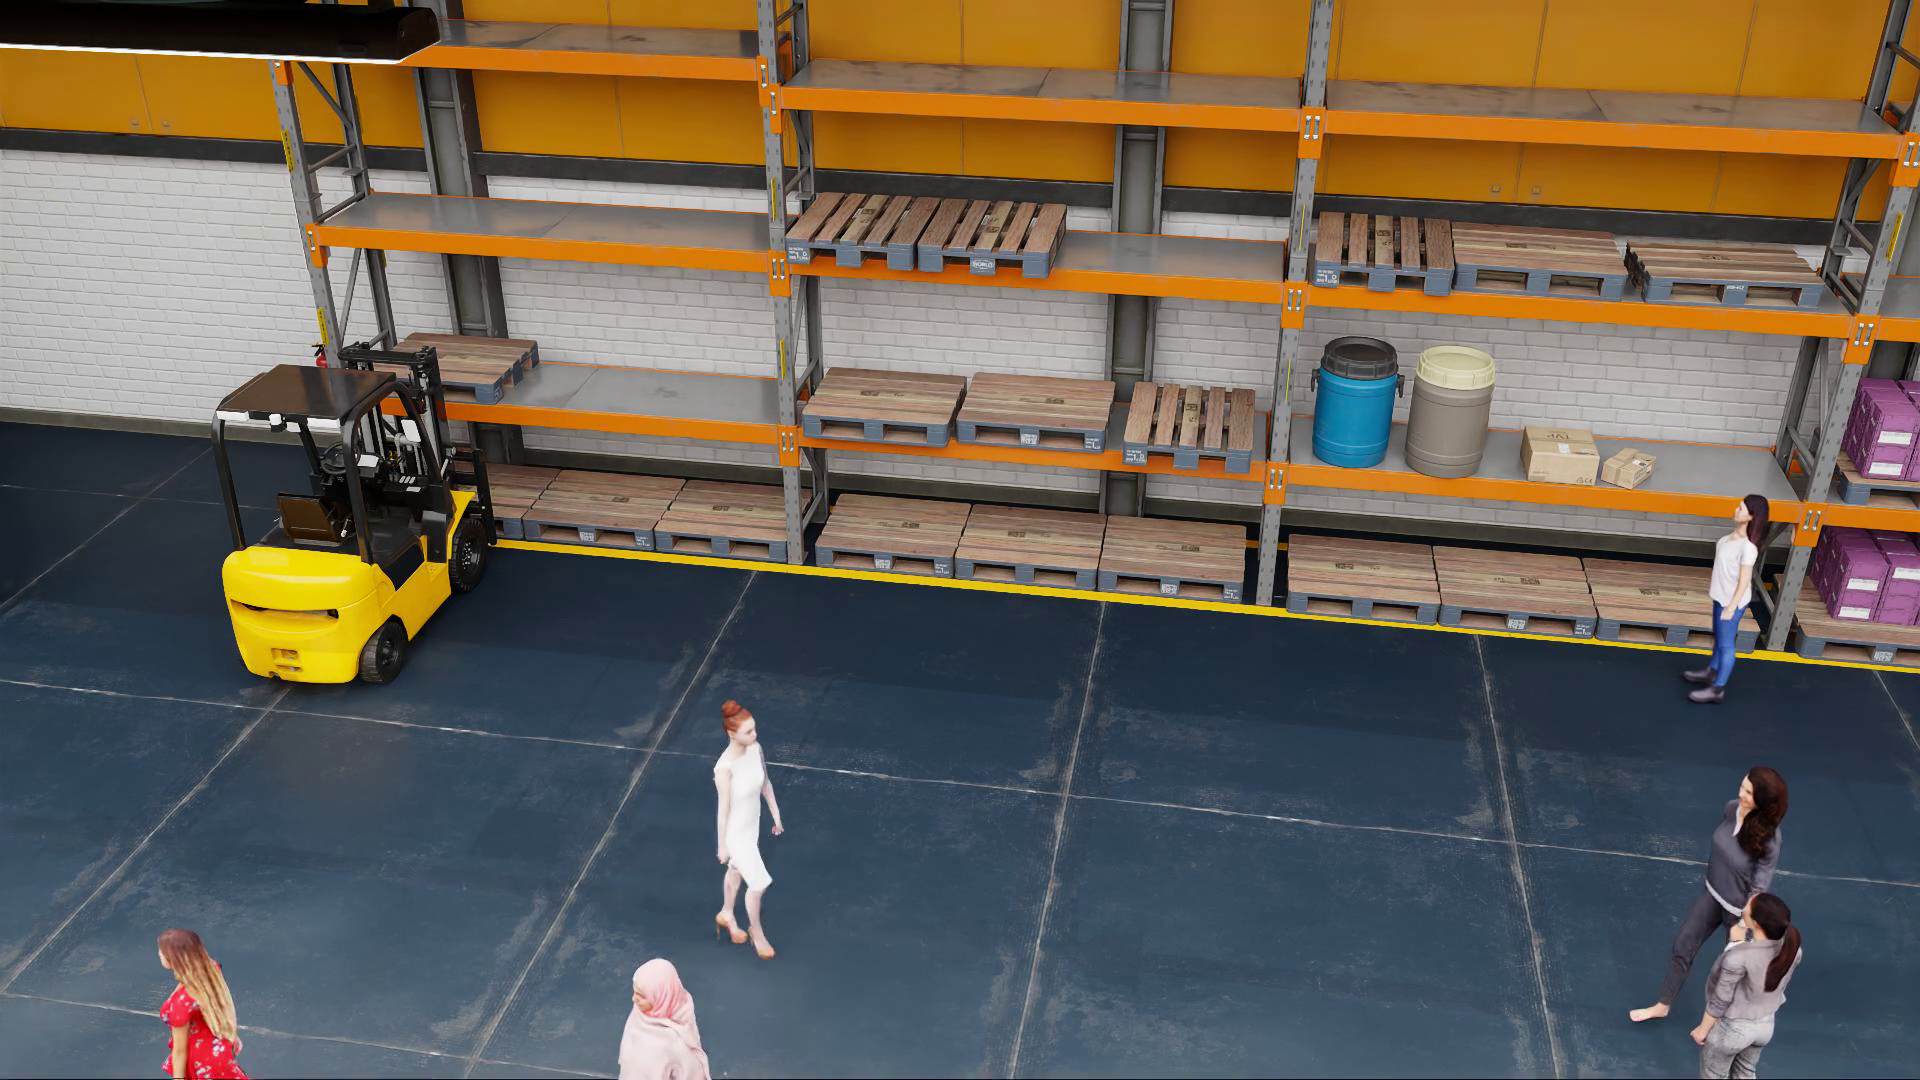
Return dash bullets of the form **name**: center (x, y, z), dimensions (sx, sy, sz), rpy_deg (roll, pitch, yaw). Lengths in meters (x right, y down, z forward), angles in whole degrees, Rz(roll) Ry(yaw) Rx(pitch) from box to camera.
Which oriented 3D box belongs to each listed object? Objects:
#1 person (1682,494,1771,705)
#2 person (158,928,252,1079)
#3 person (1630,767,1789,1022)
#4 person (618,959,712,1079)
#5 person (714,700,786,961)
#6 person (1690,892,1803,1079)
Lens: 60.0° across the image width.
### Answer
- **person**: center (5.659, 0.436, 12.207), dimensions (0.547, 1.685, 0.618), rpy_deg (8, 30, 14)
- **person**: center (-3.669, 2.618, 8.340), dimensions (1.109, 1.556, 0.724), rpy_deg (-2, 29, -3)
- **person**: center (4.382, 2.015, 9.266), dimensions (1.191, 1.727, 0.949), rpy_deg (-8, 30, -15)
- **person**: center (-1.317, 2.698, 7.982), dimensions (1.248, 1.759, 1.172), rpy_deg (-18, 33, -29)
- **person**: center (-1.368, 1.698, 9.799), dimensions (0.754, 1.774, 0.684), rpy_deg (13, 31, 22)
- **person**: center (3.966, 2.477, 8.470), dimensions (0.683, 1.680, 0.779), rpy_deg (-10, 30, -17)
